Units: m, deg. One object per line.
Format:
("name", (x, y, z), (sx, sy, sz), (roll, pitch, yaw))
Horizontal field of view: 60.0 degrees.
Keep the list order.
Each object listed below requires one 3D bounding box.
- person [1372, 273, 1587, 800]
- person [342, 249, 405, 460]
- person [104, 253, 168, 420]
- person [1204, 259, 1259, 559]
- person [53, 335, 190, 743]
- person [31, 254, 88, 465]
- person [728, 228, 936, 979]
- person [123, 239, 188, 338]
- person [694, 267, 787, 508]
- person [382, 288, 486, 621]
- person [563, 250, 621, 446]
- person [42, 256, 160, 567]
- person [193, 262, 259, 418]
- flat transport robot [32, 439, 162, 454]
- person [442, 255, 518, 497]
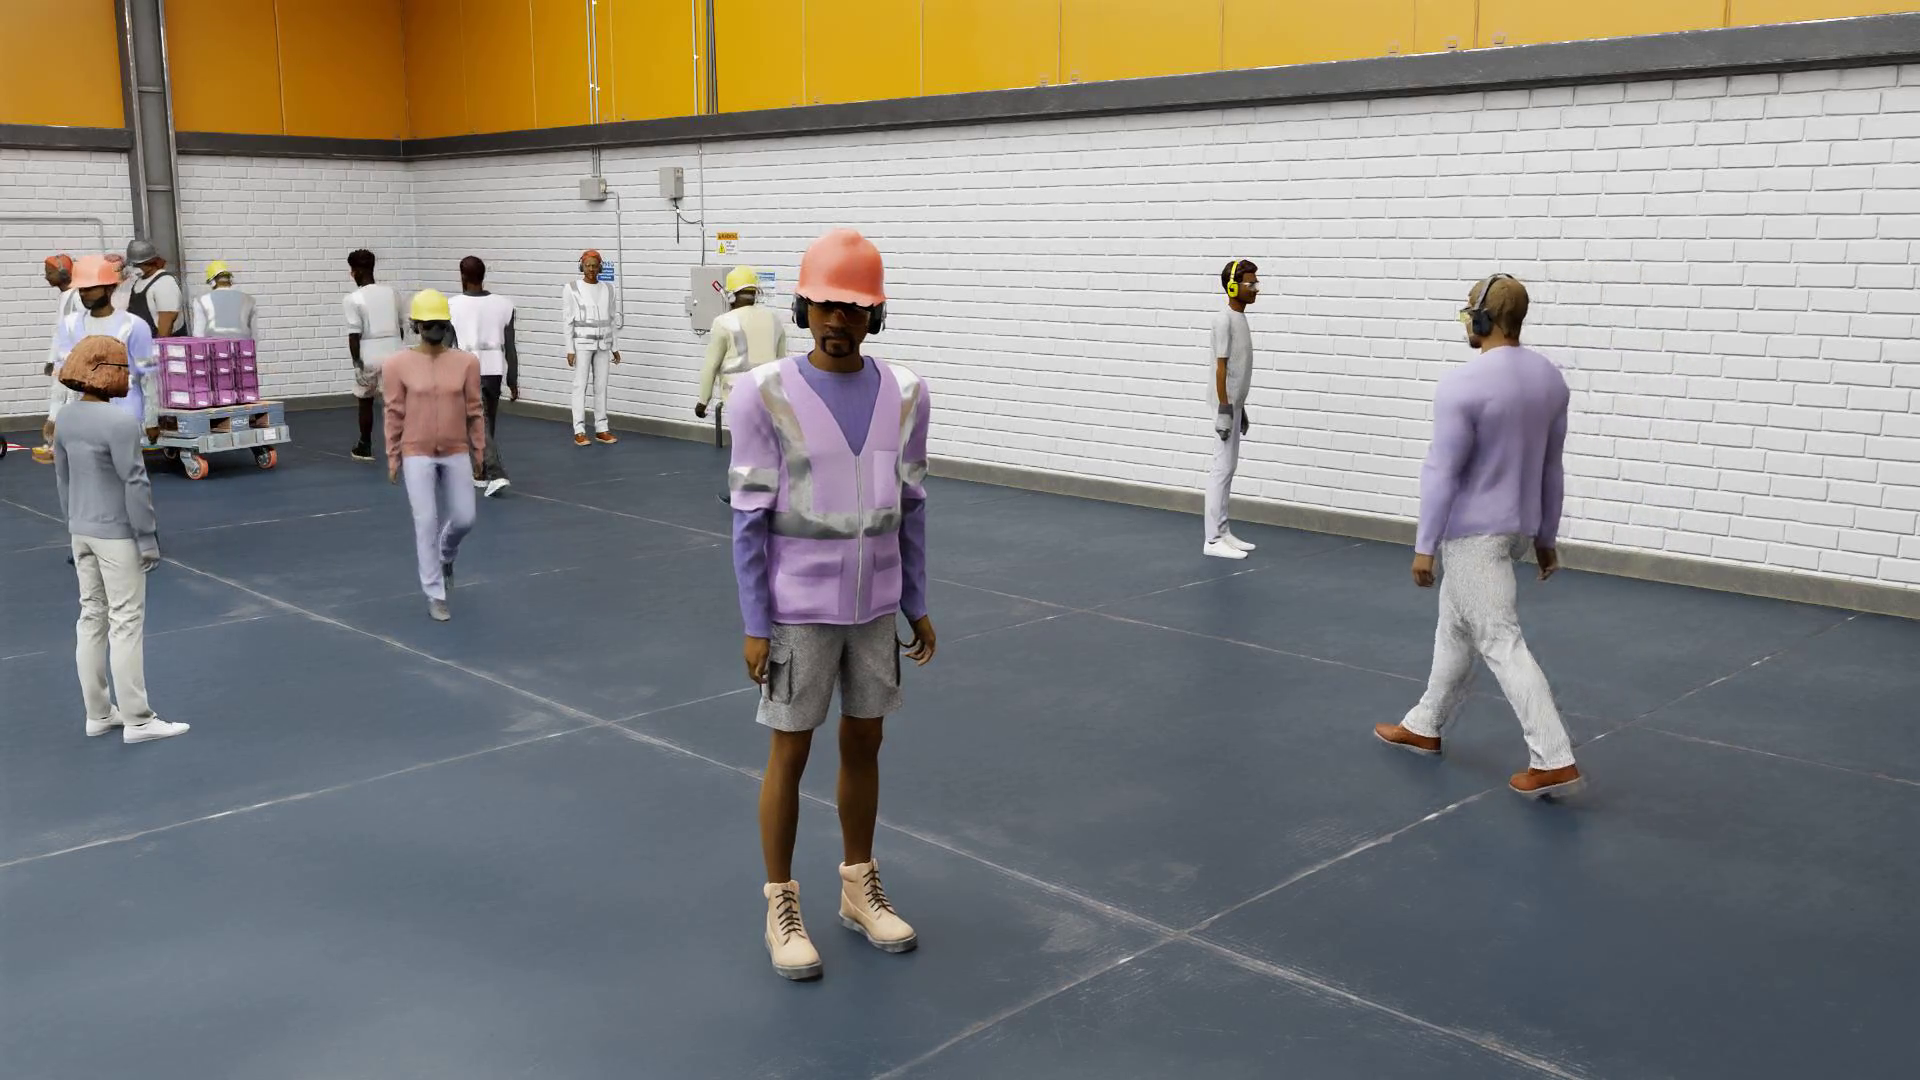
("person", (1.960, -0.028, 6.112), (0.641, 1.896, 0.998), (-8, 13, -36))
("person", (-5.138, -1.613, 14.716), (0.615, 1.911, 1.056), (-10, 14, -42))
("person", (-8.042, -1.825, 16.034), (0.663, 1.847, 0.969), (4, 11, 21))
("person", (1.732, -0.831, 10.538), (0.334, 1.873, 0.517), (4, 11, 22))
("person", (-3.400, -0.003, 6.670), (0.499, 1.632, 0.285), (6, 12, 31))
("person", (-7.897, -1.587, 14.710), (0.891, 1.846, 0.577), (-7, 13, -35))
("person", (-0.328, 0.176, 4.591), (0.608, 2.039, 0.395), (-6, 12, -31))
("person", (-7.672, -1.874, 15.761), (0.765, 2.000, 0.747), (10, 15, 44))
("person", (-1.570, -1.019, 11.773), (0.872, 1.787, 0.606), (9, 14, 42))
("person", (-2.818, -0.468, 8.900), (0.533, 1.755, 0.574), (-6, 12, -31))
("person", (-3.563, -1.862, 16.132), (0.574, 1.881, 0.358), (-9, 14, -41))
("person", (-5.216, -0.758, 10.084), (0.568, 1.890, 0.980), (2, 11, 10))
("person", (-7.047, -1.779, 15.980), (0.605, 1.764, 0.934), (-7, 12, -33))
("flat transport robot", (-7.721, -0.924, 15.414), (0.652, 0.197, 1.431), (10, 14, 43))
("person", (-3.764, -1.292, 13.072), (0.610, 1.875, 1.001), (-8, 13, -37))
